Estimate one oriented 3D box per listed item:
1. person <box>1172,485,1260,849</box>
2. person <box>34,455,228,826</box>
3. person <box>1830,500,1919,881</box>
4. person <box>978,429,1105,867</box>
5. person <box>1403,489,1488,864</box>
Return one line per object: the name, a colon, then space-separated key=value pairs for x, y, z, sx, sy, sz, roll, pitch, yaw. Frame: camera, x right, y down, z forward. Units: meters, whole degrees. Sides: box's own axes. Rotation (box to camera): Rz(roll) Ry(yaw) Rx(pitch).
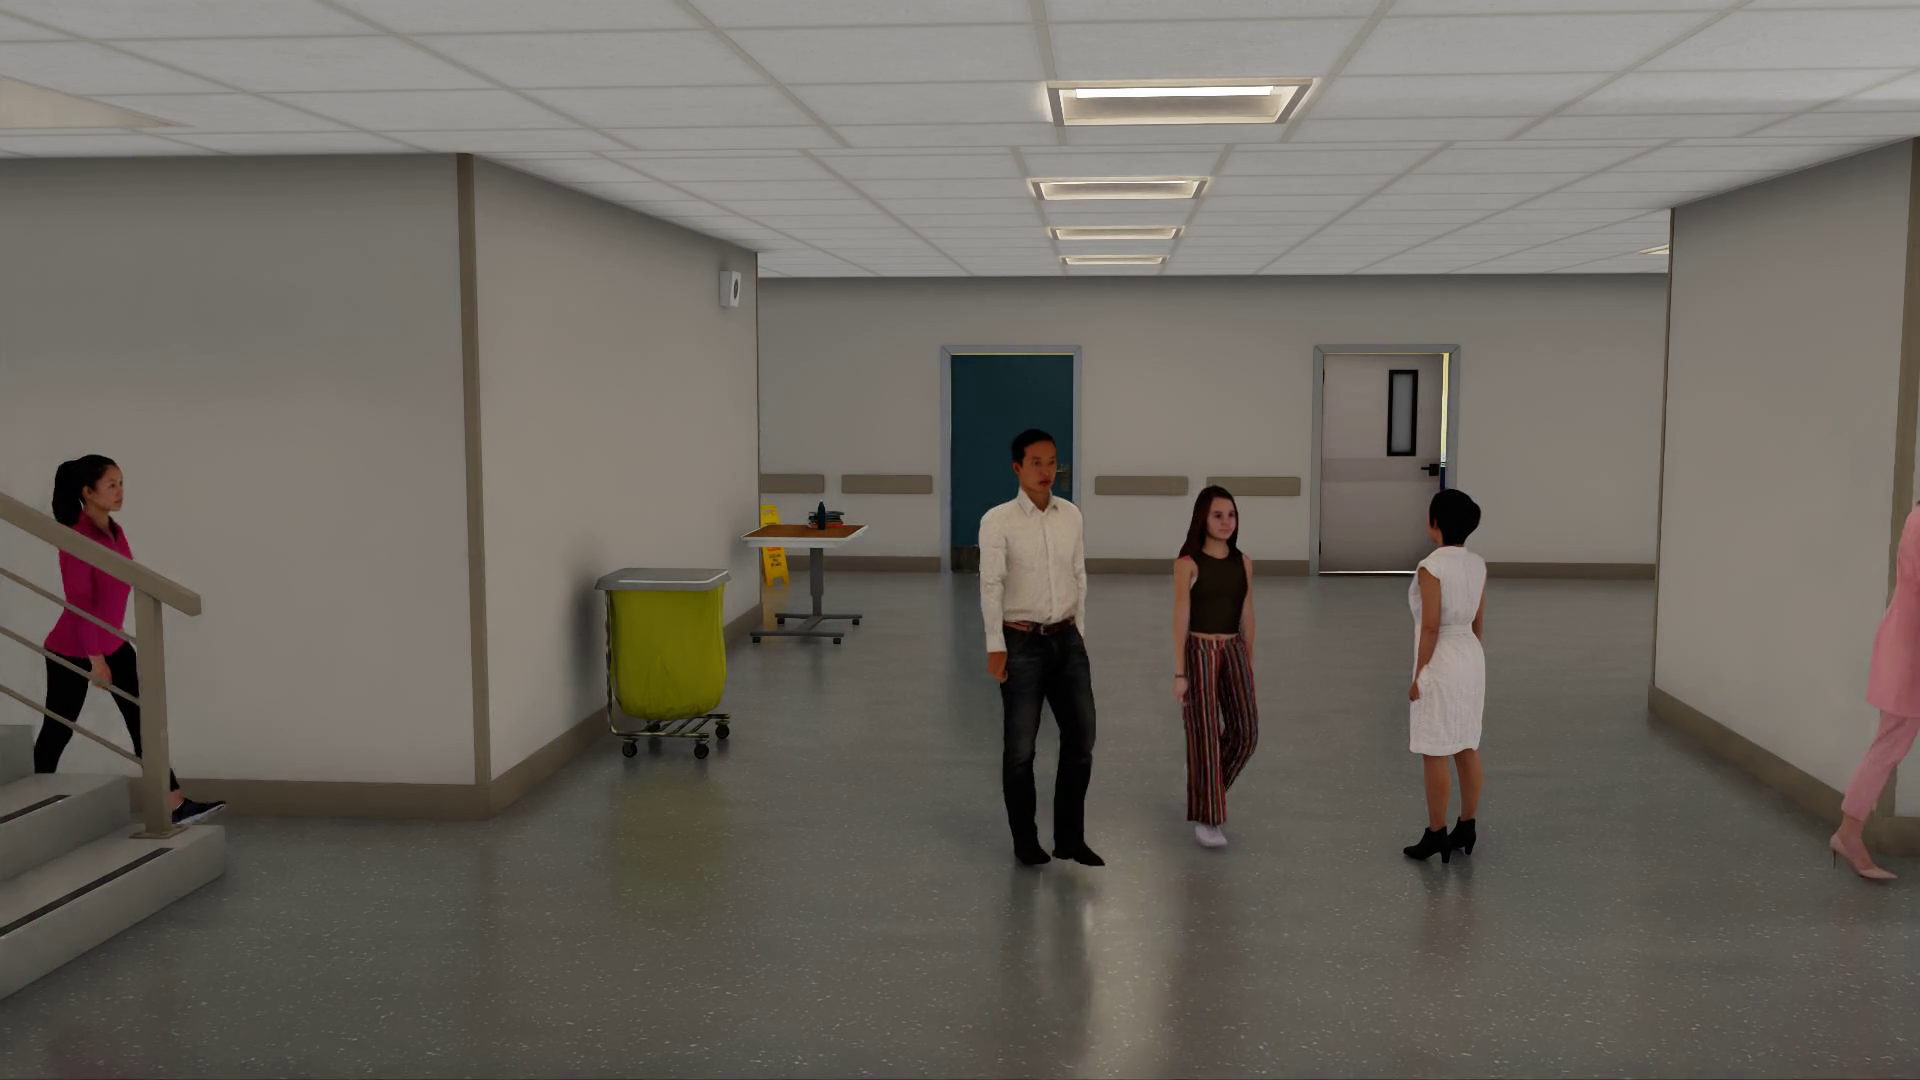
person: x=1.054 y=0.530 z=7.221 sx=0.729 sy=1.555 sz=0.737 roll=-1 pitch=6 yaw=-14
person: x=-3.782 y=0.496 z=7.058 sx=1.078 sy=1.656 sz=0.630 roll=0 pitch=6 yaw=-1
person: x=3.689 y=0.486 z=6.584 sx=1.054 sy=1.770 sz=0.958 roll=5 pitch=7 yaw=40
person: x=0.279 y=0.439 z=6.905 sx=0.851 sy=1.800 sz=0.907 roll=-3 pitch=6 yaw=-24
person: x=2.040 y=0.557 z=6.949 sx=0.630 sy=1.556 sz=0.701 roll=-4 pitch=7 yaw=-36
